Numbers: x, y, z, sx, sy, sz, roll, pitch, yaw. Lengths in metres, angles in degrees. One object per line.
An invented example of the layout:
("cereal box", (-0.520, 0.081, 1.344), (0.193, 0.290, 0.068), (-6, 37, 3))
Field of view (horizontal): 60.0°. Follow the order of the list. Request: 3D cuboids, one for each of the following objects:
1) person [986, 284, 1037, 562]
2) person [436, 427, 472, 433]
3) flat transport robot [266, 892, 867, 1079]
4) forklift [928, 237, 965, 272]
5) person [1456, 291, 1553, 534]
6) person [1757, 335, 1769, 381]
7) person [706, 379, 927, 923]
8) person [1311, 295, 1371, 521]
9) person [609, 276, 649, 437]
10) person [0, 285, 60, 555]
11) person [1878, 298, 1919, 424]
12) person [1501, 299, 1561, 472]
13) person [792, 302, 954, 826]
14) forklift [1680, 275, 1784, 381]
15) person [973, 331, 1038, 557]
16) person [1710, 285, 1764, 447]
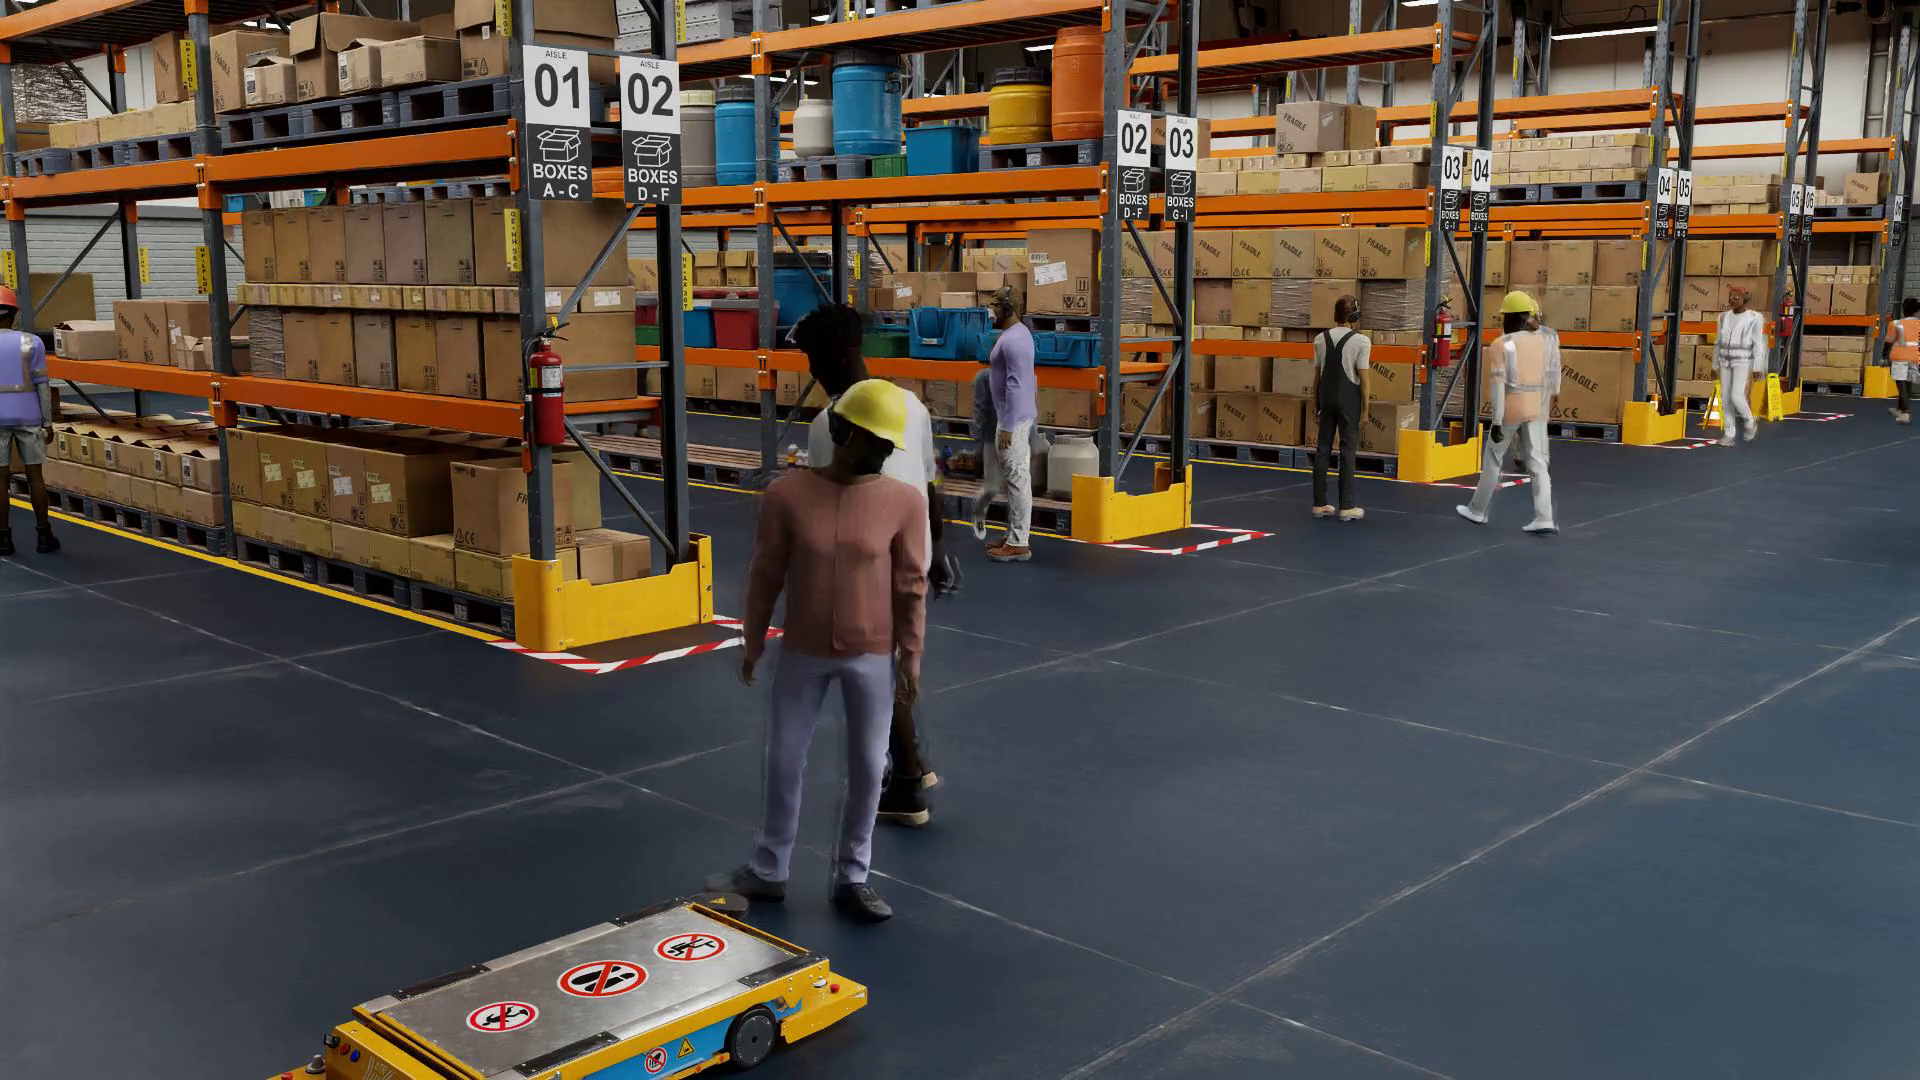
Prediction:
("person", (0.360, -0.830, 11.782), (0.370, 1.940, 0.627), (1, 9, 4))
("person", (-4.029, -0.938, 13.458), (0.521, 1.598, 0.793), (-7, 11, -36))
("flat transport robot", (-0.980, 1.246, 4.283), (0.652, 0.197, 1.431), (9, 13, 43))
("forklift", (-0.326, -5.817, 39.609), (1.129, 2.768, 1.873), (9, 13, 43))
("person", (4.347, -1.005, 13.049), (0.606, 1.875, 1.019), (-4, 10, -23))
("person", (12.048, -2.953, 25.031), (0.520, 1.865, 0.333), (-8, 12, -42))
("person", (-0.464, 0.357, 5.177), (0.729, 1.716, 0.364), (0, 9, -1))
("person", (3.136, -1.090, 13.691), (0.507, 1.840, 0.330), (8, 12, 39))
("person", (-4.134, -2.289, 20.549), (0.705, 2.000, 1.000), (-5, 11, -30))
("person", (-6.871, -0.869, 12.050), (0.543, 1.931, 0.371), (-4, 10, -22))
("person", (12.652, -2.414, 22.352), (0.542, 1.654, 0.859), (0, 9, 1))
("person", (5.691, -1.526, 16.628), (0.606, 1.765, 0.901), (2, 10, 14))
("person", (-0.314, 0.096, 6.130), (0.506, 1.926, 0.700), (6, 11, 32))
("forklift", (12.480, -3.427, 27.053), (1.214, 2.155, 2.313), (9, 13, 43))
("person", (0.311, -0.709, 12.019), (0.513, 1.615, 0.599), (-4, 10, -21))
("person", (9.012, -2.023, 19.298), (0.459, 1.867, 0.584), (-5, 10, -27))
